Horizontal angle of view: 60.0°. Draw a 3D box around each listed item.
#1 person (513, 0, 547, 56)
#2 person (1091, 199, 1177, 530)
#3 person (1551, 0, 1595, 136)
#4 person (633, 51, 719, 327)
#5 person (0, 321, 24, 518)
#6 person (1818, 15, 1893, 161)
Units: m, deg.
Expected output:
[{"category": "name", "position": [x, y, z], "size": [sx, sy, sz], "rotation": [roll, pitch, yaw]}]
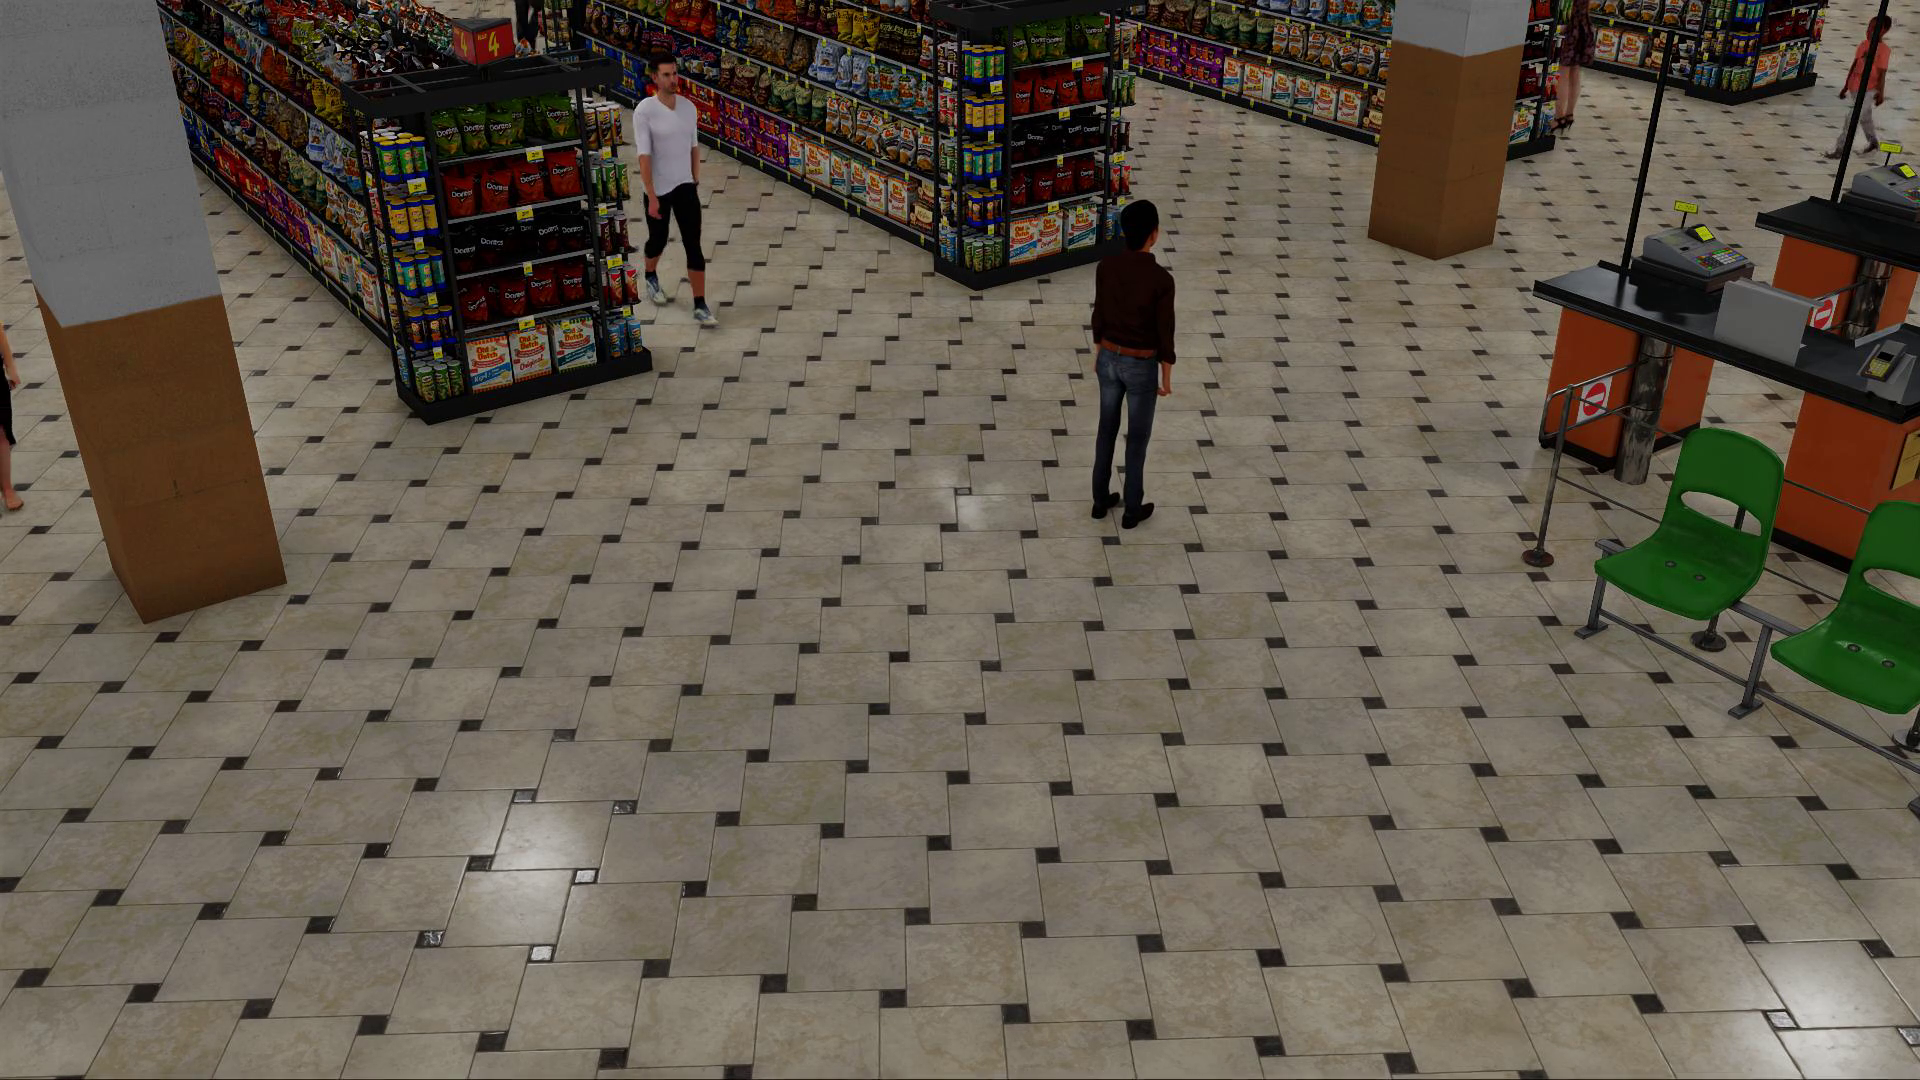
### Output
[{"category": "person", "position": [-4.881, -6.177, 18.375], "size": [0.820, 1.797, 0.893], "rotation": [9, 30, 16]}, {"category": "person", "position": [0.881, -0.913, 8.753], "size": [0.607, 1.778, 0.761], "rotation": [16, 32, 27]}, {"category": "person", "position": [5.813, -4.776, 15.835], "size": [0.658, 1.773, 0.659], "rotation": [-20, 34, -32]}, {"category": "person", "position": [-2.057, -2.438, 11.501], "size": [0.675, 1.823, 1.212], "rotation": [-17, 33, -29]}, {"category": "person", "position": [-5.349, -0.934, 8.959], "size": [0.573, 1.618, 0.603], "rotation": [-20, 34, -32]}, {"category": "person", "position": [8.271, -4.098, 15.101], "size": [0.737, 1.286, 0.899], "rotation": [-8, 30, -15]}]
